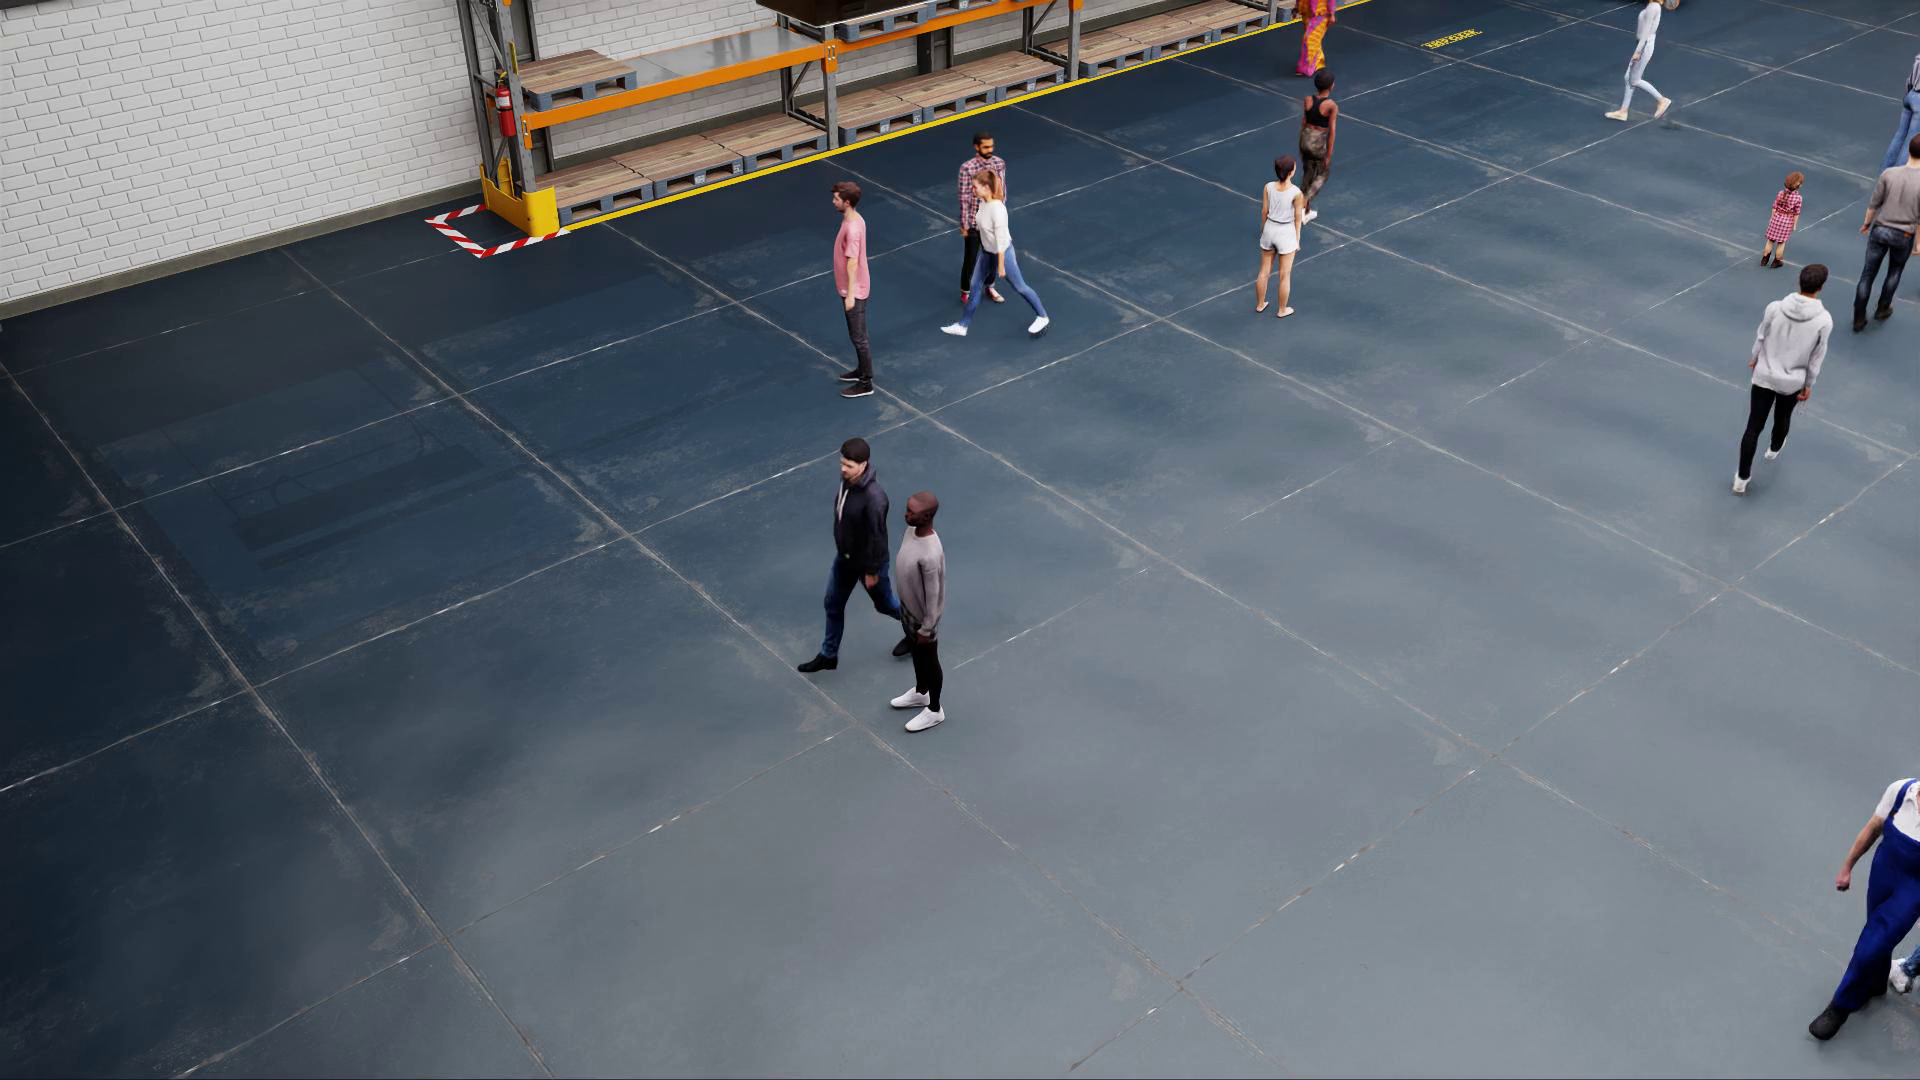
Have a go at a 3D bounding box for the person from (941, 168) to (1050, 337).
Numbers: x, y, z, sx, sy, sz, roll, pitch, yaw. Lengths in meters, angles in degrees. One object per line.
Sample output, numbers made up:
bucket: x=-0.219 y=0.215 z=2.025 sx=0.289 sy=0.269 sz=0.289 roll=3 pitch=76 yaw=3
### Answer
person: x=0.444 y=-2.636 z=15.533 sx=1.352 sy=1.646 sz=0.939 roll=-13 pitch=36 yaw=-19

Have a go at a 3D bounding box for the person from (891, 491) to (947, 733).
person: x=-0.240 y=0.443 z=10.786 sx=0.647 sy=1.772 sz=0.676 roll=-12 pitch=36 yaw=-18

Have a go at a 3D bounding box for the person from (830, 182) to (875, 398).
person: x=-0.920 y=-2.213 z=14.615 sx=0.714 sy=1.957 sz=0.696 roll=-4 pitch=34 yaw=-6

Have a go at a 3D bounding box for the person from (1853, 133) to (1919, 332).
person: x=8.728 y=-2.832 z=15.614 sx=0.815 sy=1.882 sz=0.905 roll=23 pitch=40 yaw=31

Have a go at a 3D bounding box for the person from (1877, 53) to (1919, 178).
person: x=10.773 y=-4.851 z=18.729 sx=0.709 sy=1.796 sz=0.699 roll=-4 pitch=34 yaw=-6

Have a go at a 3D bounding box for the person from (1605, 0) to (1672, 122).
person: x=8.497 y=-6.007 z=20.480 sx=0.931 sy=1.782 sz=0.995 roll=14 pitch=36 yaw=20

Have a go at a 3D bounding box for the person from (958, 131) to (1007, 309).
person: x=0.210 y=-3.130 z=16.177 sx=0.563 sy=1.756 sz=0.774 roll=-18 pitch=38 yaw=-25

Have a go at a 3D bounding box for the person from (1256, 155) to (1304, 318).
person: x=3.072 y=-2.927 z=16.008 sx=0.623 sy=1.605 sz=0.633 roll=21 pitch=39 yaw=28

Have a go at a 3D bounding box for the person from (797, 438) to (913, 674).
person: x=-0.559 y=0.103 z=11.236 sx=1.253 sy=1.839 sz=0.831 roll=-17 pitch=37 yaw=-24

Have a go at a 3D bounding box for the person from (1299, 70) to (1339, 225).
person: x=3.742 y=-4.156 z=17.785 sx=0.649 sy=1.685 sz=0.872 roll=27 pitch=42 yaw=34

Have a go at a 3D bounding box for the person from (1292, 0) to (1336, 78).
person: x=4.796 y=-7.034 z=22.152 sx=0.943 sy=1.643 sz=0.765 roll=-19 pitch=38 yaw=-27

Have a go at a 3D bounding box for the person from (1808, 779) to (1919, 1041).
person: x=4.997 y=1.779 z=8.739 sx=0.974 sy=1.814 sz=0.758 roll=-16 pitch=37 yaw=-23

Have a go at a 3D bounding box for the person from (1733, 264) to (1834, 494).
person: x=6.487 y=-1.243 z=13.218 sx=0.943 sy=1.887 sz=1.237 roll=18 pitch=37 yaw=25

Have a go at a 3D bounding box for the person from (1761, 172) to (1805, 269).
person: x=8.457 y=-3.295 z=17.087 sx=0.453 sy=1.022 sz=0.474 roll=25 pitch=41 yaw=33
